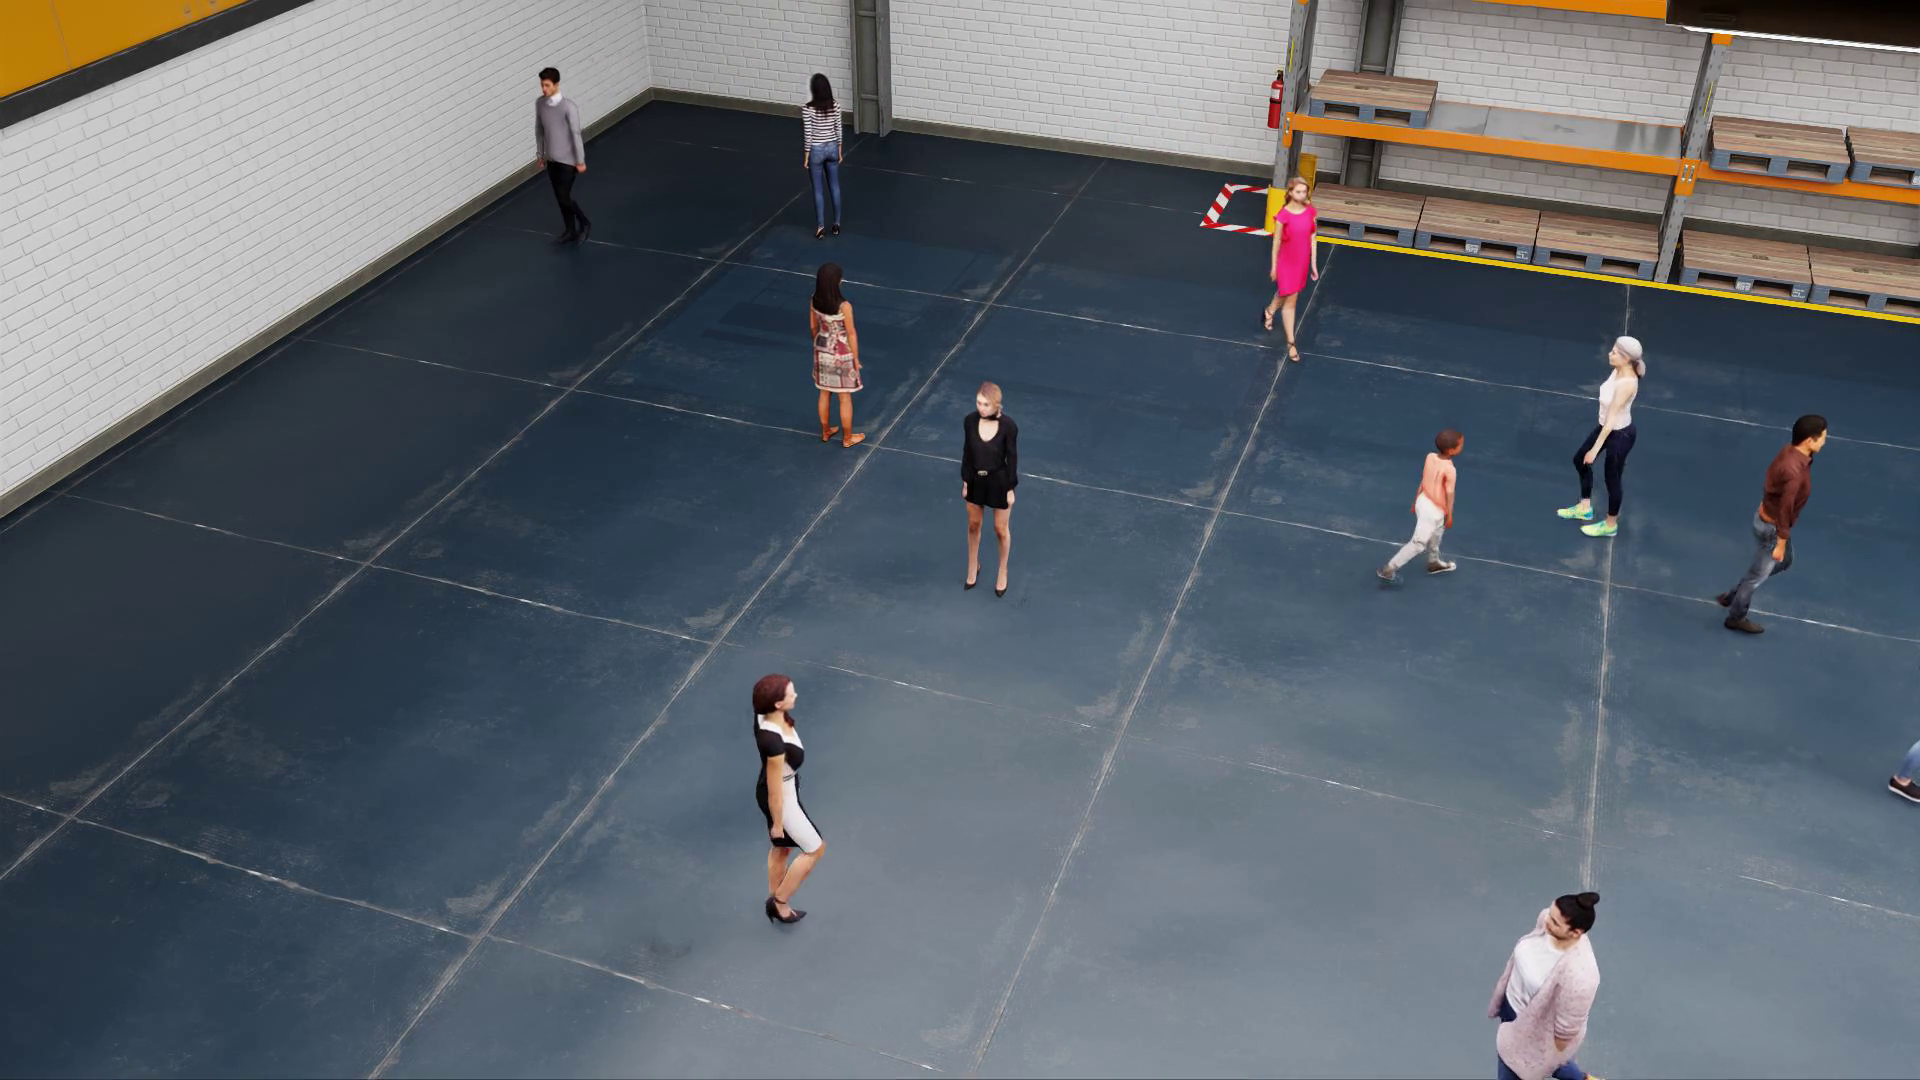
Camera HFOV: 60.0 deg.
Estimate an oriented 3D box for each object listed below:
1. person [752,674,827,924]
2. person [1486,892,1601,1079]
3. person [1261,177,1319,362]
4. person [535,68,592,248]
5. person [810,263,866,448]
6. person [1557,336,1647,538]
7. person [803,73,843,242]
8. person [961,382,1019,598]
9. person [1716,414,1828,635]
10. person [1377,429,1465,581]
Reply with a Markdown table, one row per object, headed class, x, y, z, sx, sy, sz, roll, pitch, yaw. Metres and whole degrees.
| class | x | y | z | sx | sy | sz | roll | pitch | yaw |
| --- | --- | --- | --- | --- | --- | --- | --- | --- | --- |
| person | -1.069 | 1.487 | 9.235 | 0.760 | 1.785 | 0.706 | -12 | 35 | -17 |
| person | 2.896 | 2.310 | 8.053 | 1.045 | 1.724 | 0.841 | 2 | 34 | 3 |
| person | 3.044 | -2.576 | 15.434 | 1.007 | 1.690 | 1.053 | -14 | 36 | -19 |
| person | -4.100 | -4.023 | 17.413 | 0.732 | 1.910 | 0.901 | 23 | 40 | 30 |
| person | -1.056 | -1.556 | 13.941 | 0.532 | 1.645 | 0.749 | 18 | 38 | 25 |
| person | 5.086 | -0.763 | 12.709 | 0.705 | 1.688 | 0.655 | 5 | 34 | 8 |
| person | -1.440 | -4.042 | 17.543 | 0.634 | 1.797 | 0.682 | -16 | 37 | -23 |
| person | 0.215 | -0.373 | 12.051 | 0.456 | 1.767 | 0.635 | 11 | 35 | 15 |
| person | 5.615 | -0.118 | 11.667 | 0.654 | 1.767 | 0.694 | 14 | 36 | 21 |
| person | 3.417 | -0.221 | 12.259 | 0.953 | 1.283 | 0.754 | -7 | 34 | -11 |
